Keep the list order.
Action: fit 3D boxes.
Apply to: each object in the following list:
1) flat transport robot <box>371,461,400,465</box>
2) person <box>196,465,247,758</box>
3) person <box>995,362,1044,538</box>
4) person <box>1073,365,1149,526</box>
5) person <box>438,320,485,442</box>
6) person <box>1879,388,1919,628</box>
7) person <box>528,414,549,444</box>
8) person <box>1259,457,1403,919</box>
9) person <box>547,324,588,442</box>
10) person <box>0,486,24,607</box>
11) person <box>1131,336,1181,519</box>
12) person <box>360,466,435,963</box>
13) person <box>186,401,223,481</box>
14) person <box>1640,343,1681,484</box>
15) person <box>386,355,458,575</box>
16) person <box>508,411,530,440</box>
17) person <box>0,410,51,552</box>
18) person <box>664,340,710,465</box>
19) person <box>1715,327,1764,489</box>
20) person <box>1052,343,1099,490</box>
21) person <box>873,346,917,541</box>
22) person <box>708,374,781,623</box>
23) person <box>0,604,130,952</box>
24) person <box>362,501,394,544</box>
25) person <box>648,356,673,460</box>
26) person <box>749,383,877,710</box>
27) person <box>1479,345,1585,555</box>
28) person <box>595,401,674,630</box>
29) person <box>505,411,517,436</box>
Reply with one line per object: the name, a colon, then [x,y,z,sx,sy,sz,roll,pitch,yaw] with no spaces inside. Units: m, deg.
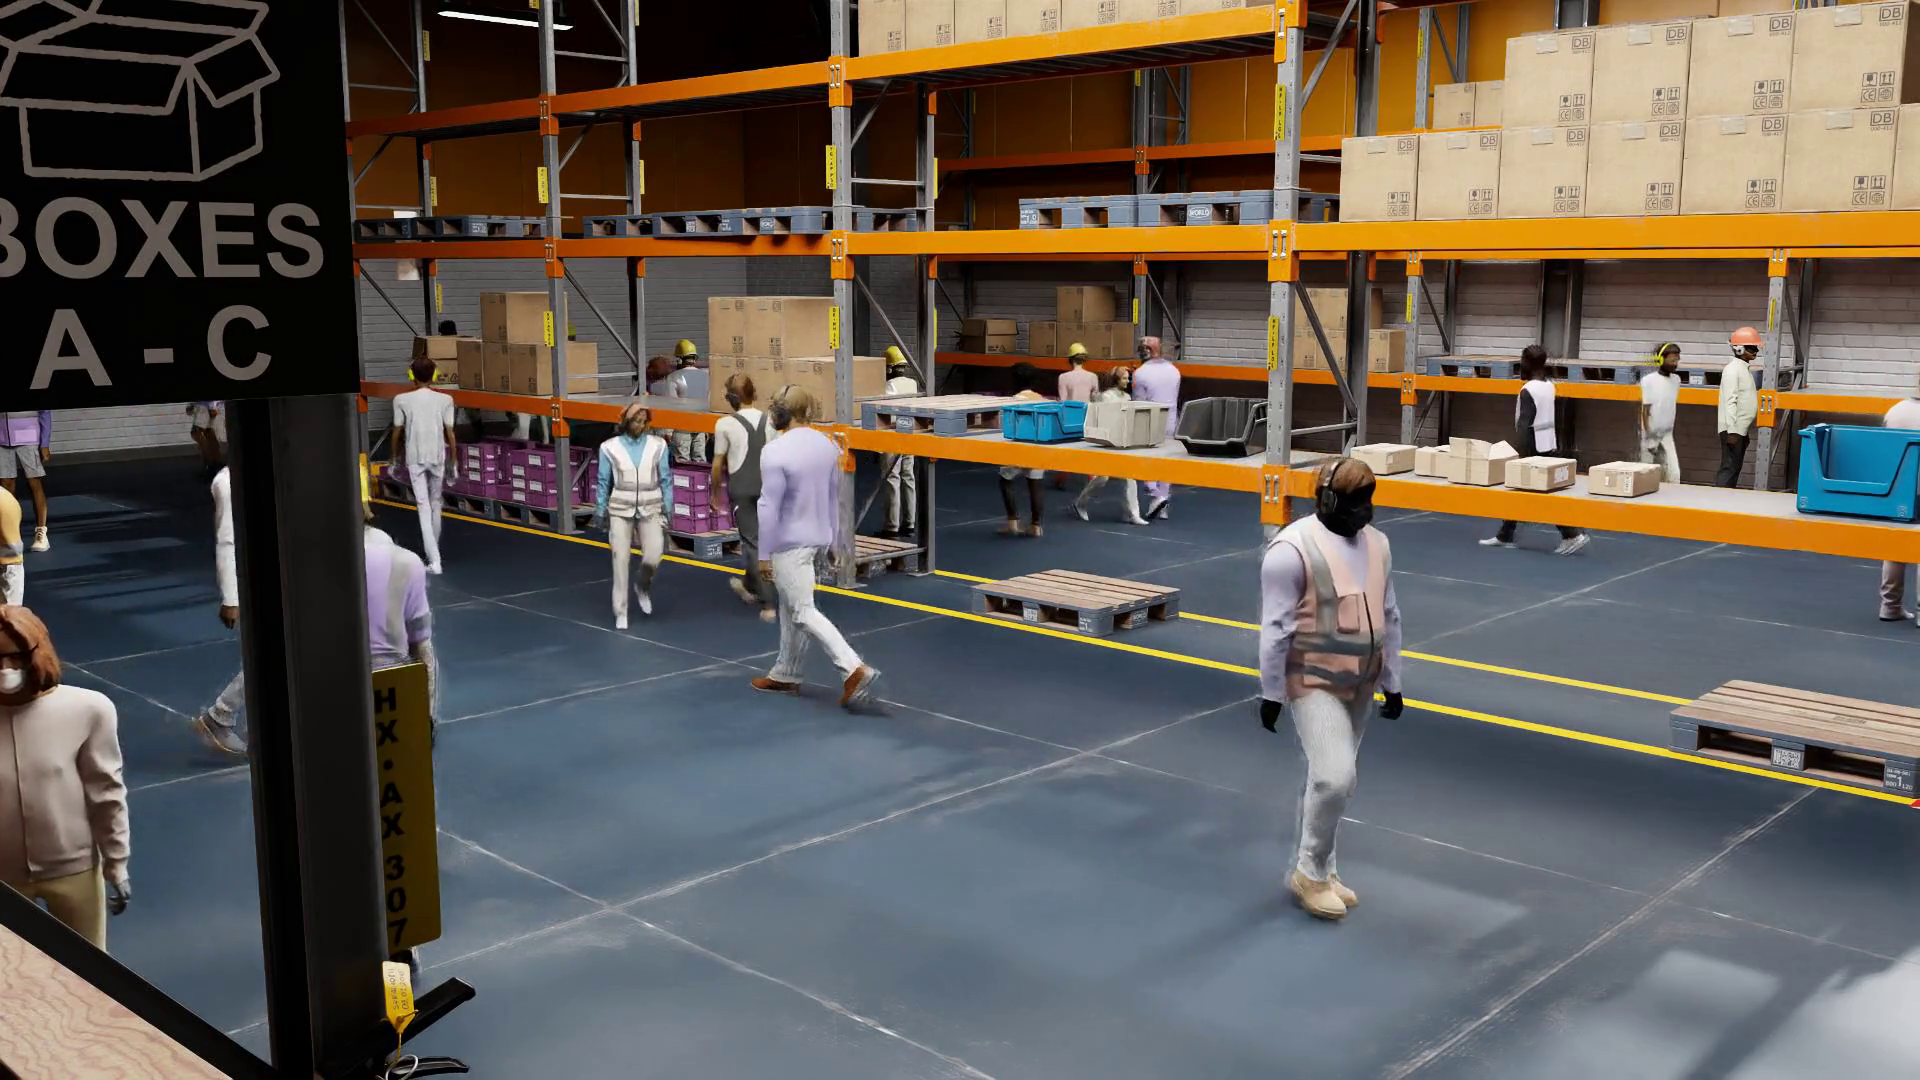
flat transport robot: [-6.974,-0.815,19.922,1.431,0.197,0.652,-2,10,-13]
person: [-3.635,0.238,8.563,0.459,1.866,0.592,0,9,0]
person: [0.580,-0.851,15.833,0.520,1.676,0.541,8,13,42]
person: [1.517,-0.959,16.717,0.773,1.606,0.512,9,13,43]
person: [-6.445,-1.864,21.361,0.639,1.922,0.735,0,9,1]
person: [6.898,-0.316,11.888,0.398,1.904,0.646,-3,10,-19]
person: [-5.785,-2.012,22.508,0.500,1.835,0.899,-3,10,-20]
person: [1.510,0.586,6.568,0.661,1.825,0.541,-7,11,-35]
person: [-5.835,-2.300,24.502,0.589,1.750,0.529,-2,9,-12]
person: [-4.546,0.359,7.614,0.545,1.942,0.353,2,9,12]
person: [1.974,-1.128,16.918,0.690,1.886,0.448,-6,11,-33]
person: [-2.255,0.623,6.235,0.598,1.879,1.016,-5,10,-26]
person: [-9.161,-1.655,20.022,0.527,1.920,0.561,-6,11,-32]
person: [6.881,-0.986,16.211,0.499,1.833,0.837,-3,10,-17]
person: [-4.585,-0.648,14.152,0.544,1.821,0.953,-5,11,-30]
person: [-5.551,-1.788,20.999,0.413,1.870,0.624,2,10,14]
person: [-8.527,-0.899,15.017,0.608,2.044,0.373,-1,9,-8]
person: [-2.847,-1.172,17.373,0.403,1.826,0.596,8,12,41]
person: [7.600,-1.078,16.261,0.379,1.995,0.612,6,11,34]
person: [1.344,-1.375,18.934,0.545,1.715,0.925,-3,10,-20]
person: [-0.614,-0.911,15.741,0.404,1.831,0.600,7,12,37]
person: [-1.576,-0.322,12.239,0.507,1.789,0.947,-7,11,-36]
person: [-2.665,0.978,4.791,0.507,1.627,0.279,-4,10,-26]
person: [-2.685,0.510,7.342,0.398,1.731,0.488,6,11,34]
person: [-3.262,-1.253,18.568,0.825,1.594,0.507,5,10,27]
person: [-0.873,0.037,9.724,0.926,1.911,0.643,6,11,31]
person: [5.218,-0.814,15.003,0.933,1.885,0.601,7,11,35]
person: [-2.328,-0.182,11.872,0.559,1.625,0.400,-3,10,-18]
person: [-6.235,-2.131,23.163,0.664,1.858,0.993,1,9,5]
